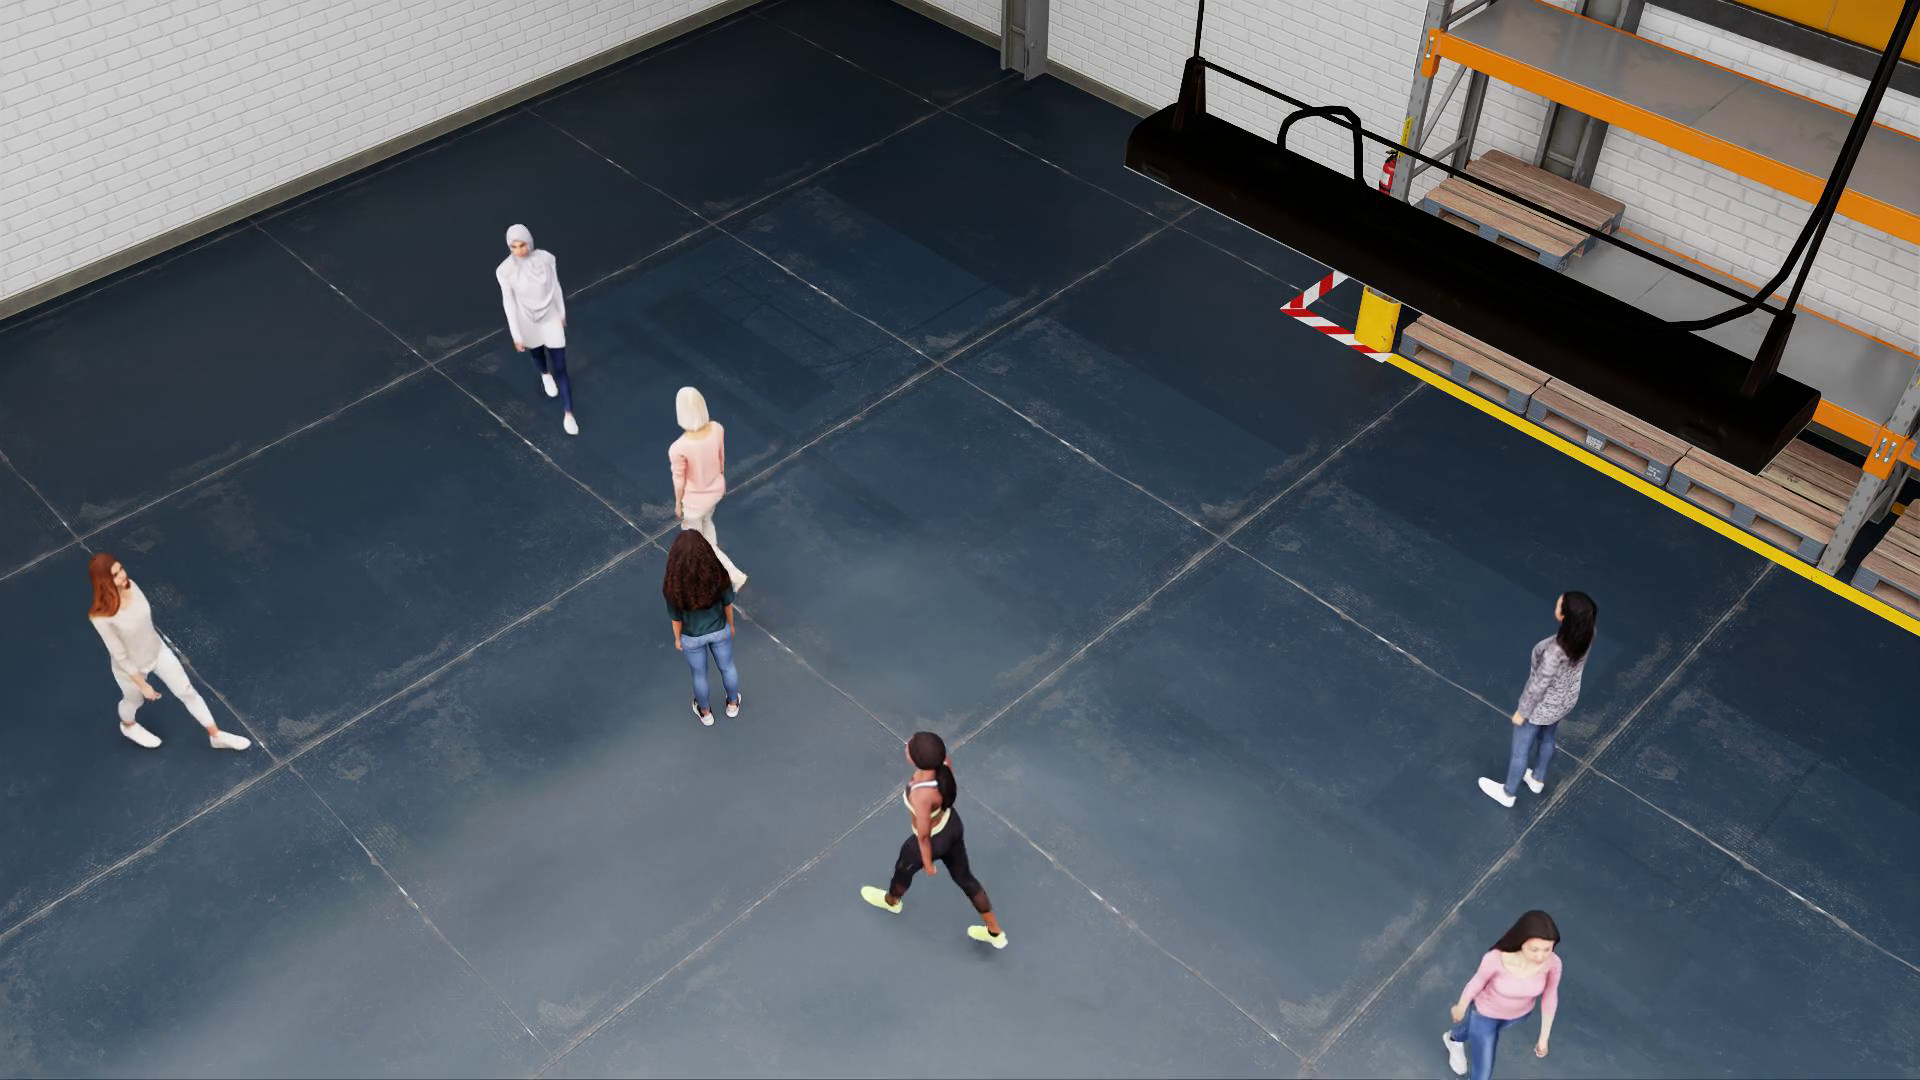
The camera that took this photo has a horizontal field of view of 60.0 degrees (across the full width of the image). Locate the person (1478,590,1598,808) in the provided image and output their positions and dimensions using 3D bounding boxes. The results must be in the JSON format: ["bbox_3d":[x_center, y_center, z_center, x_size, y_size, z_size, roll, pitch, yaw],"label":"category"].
[{"bbox_3d":[3.562,0.965,10.058,0.642,1.732,0.581,-27,50,-25],"label":"person"}]

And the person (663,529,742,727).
[{"bbox_3d":[-1.626,0.560,10.567,0.698,1.617,0.726,-13,45,-13],"label":"person"}]

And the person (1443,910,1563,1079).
[{"bbox_3d":[2.771,2.371,8.607,1.050,1.698,1.171,-3,44,-3],"label":"person"}]

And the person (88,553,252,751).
[{"bbox_3d":[-5.169,0.755,10.332,1.167,1.658,0.930,11,45,12],"label":"person"}]

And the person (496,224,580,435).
[{"bbox_3d":[-3.293,-1.716,12.879,0.913,1.723,1.230,-17,46,-17],"label":"person"}]

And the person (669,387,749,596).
[{"bbox_3d":[-1.720,-0.282,11.387,0.910,1.705,0.656,29,51,27],"label":"person"}]

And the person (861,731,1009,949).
[{"bbox_3d":[-0.050,1.701,9.303,1.225,1.707,0.797,21,47,20],"label":"person"}]
